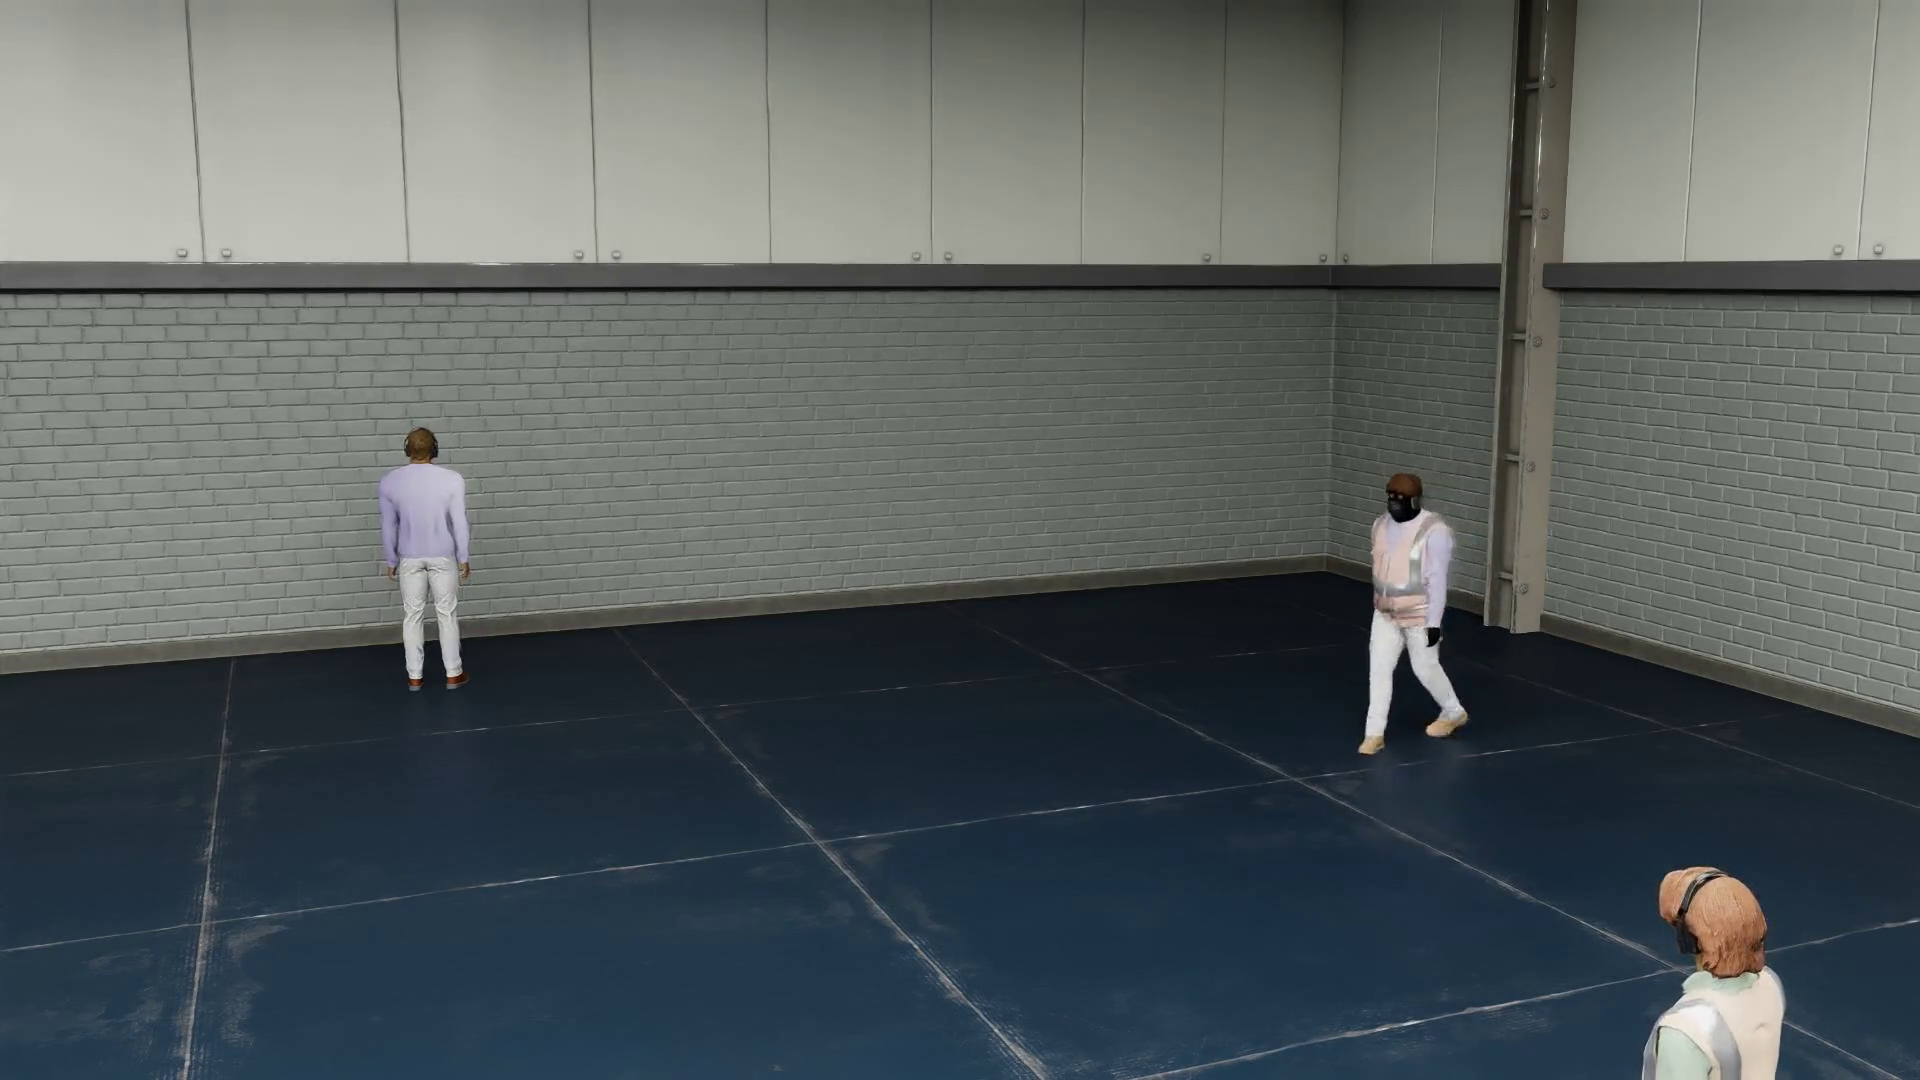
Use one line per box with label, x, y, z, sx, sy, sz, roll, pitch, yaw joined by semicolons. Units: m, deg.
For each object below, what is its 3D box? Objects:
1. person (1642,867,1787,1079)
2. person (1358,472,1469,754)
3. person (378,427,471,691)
person;1.795;1.589;4.005;0.515;1.636;0.315;-8;12;-42
person;2.914;0.449;10.645;0.829;1.813;0.629;-7;11;-37
person;-3.895;0.141;12.197;0.632;1.940;0.439;-1;9;-8
